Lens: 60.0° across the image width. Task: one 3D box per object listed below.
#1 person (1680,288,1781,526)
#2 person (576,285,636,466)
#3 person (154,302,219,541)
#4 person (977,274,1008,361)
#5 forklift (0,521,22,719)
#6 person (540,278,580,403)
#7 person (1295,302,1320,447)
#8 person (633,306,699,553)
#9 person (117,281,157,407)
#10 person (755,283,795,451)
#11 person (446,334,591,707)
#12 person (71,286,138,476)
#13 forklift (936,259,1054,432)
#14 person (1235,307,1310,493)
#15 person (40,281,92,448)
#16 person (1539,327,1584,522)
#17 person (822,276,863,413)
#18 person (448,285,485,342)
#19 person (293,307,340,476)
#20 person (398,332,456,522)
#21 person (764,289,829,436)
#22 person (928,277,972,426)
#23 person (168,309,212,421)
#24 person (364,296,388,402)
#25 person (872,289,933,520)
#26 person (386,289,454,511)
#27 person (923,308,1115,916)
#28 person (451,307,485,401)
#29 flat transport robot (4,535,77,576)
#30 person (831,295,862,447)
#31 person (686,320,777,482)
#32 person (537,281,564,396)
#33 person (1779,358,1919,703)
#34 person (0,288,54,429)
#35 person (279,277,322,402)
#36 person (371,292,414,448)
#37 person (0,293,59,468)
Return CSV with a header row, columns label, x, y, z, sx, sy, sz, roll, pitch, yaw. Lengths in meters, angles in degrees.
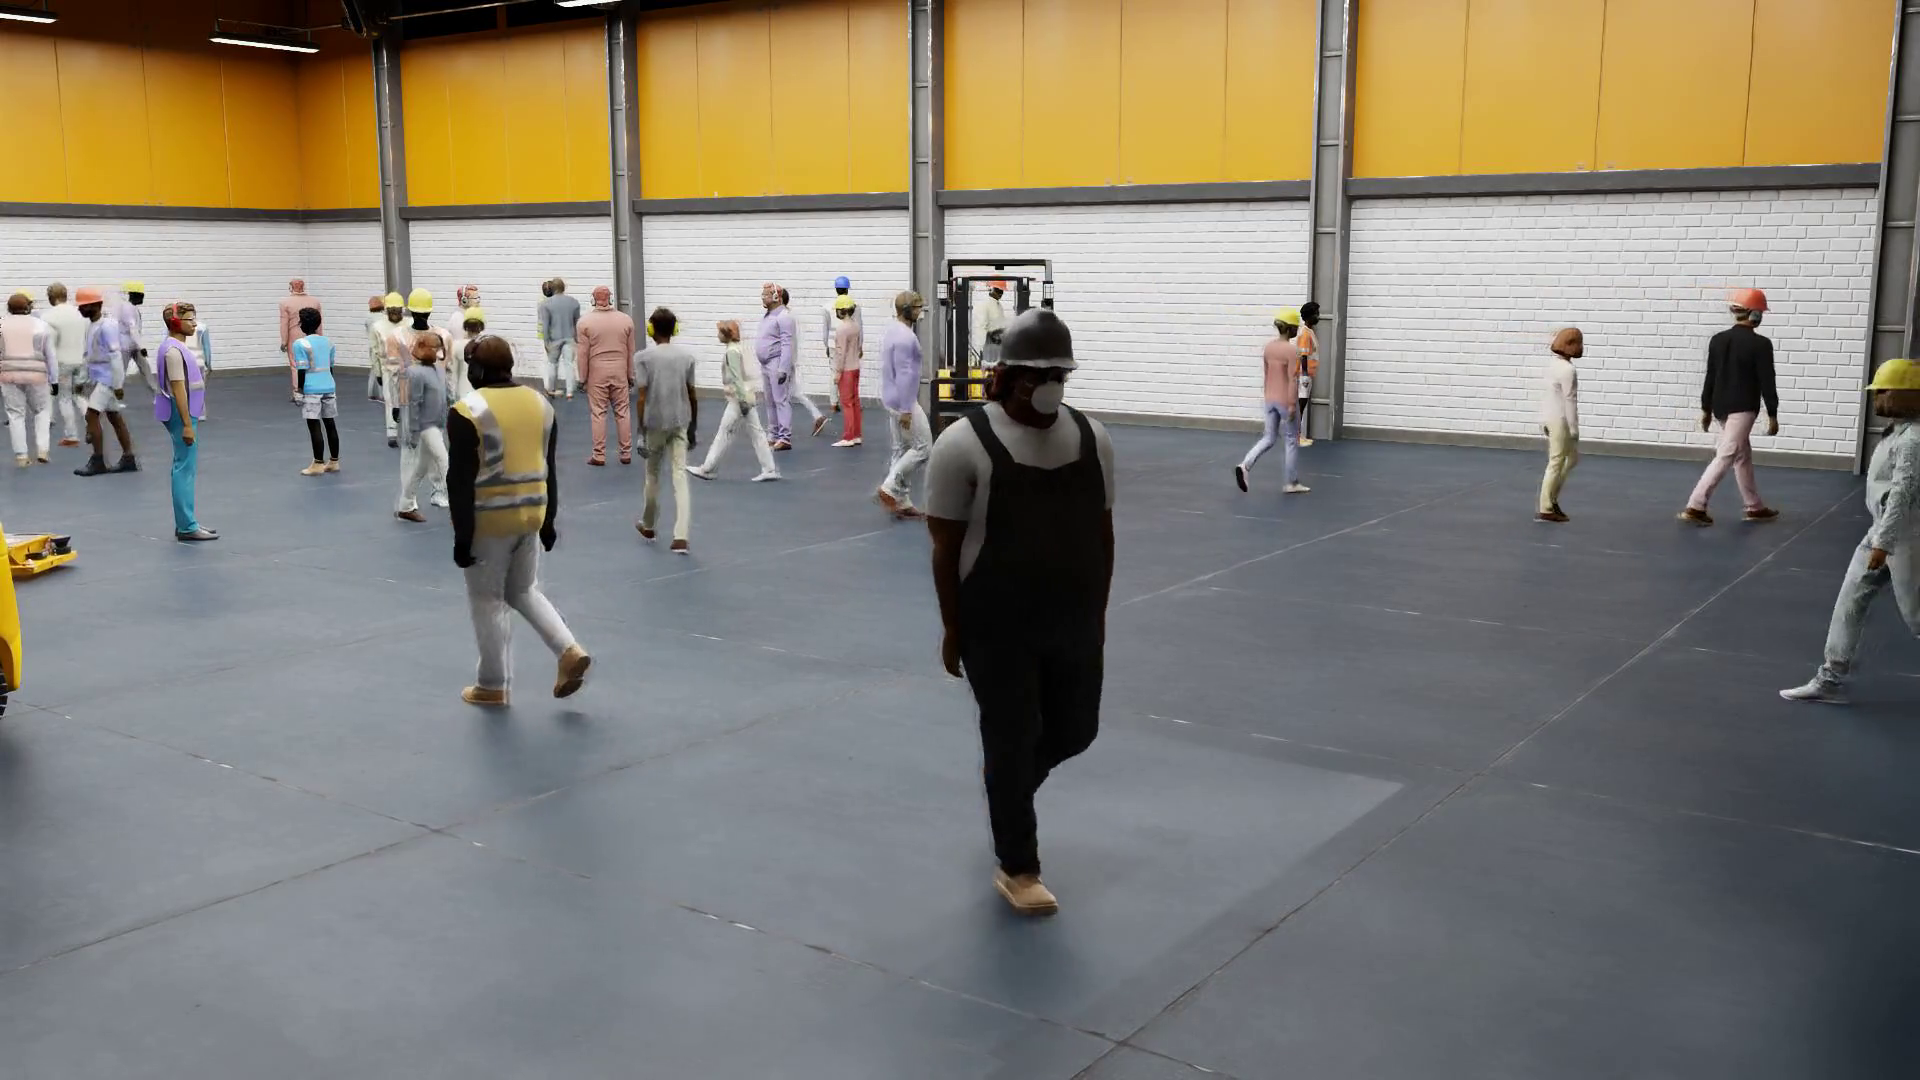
label,x,y,z,sx,sy,sz,roll,pitch,yaw
person,6.349,-1.075,13.573,1.038,1.945,0.641,-3,10,-16
person,-3.751,-1.734,17.610,0.639,1.902,0.407,-5,11,-29
person,-6.032,-0.916,12.897,0.390,1.846,0.565,-5,11,-26
person,0.443,-2.502,21.929,0.394,1.985,0.609,4,10,24
forklift,-5.296,-0.090,6.943,1.214,2.155,2.313,7,12,35
person,-6.155,-3.073,25.597,0.652,1.884,1.001,-5,11,-27
person,4.023,-1.929,19.403,0.322,1.691,0.532,3,10,15
person,-2.217,-0.838,12.525,0.541,1.814,0.993,-5,11,-27
person,-12.222,-2.890,24.594,1.000,1.864,0.592,-2,10,-12
person,-2.139,-1.977,19.036,0.409,1.909,0.639,-5,11,-29
person,-2.148,-0.073,7.966,0.619,1.824,0.628,6,11,31
person,-8.745,-1.600,16.786,0.760,1.902,0.544,-7,12,-35
forklift,0.370,-1.738,16.759,1.214,2.155,2.313,1,10,3
person,2.920,-1.278,15.349,0.735,1.743,0.528,-5,11,-29
person,-10.299,-2.013,19.192,0.459,1.923,0.651,3,10,20
person,4.987,-0.943,13.712,0.403,1.617,0.538,1,10,5
person,-1.655,-2.763,23.588,0.605,1.950,0.380,3,10,18
person,-5.187,-1.751,17.689,0.409,1.907,0.651,-1,10,-5
person,-6.502,-1.494,16.783,0.322,1.697,0.534,3,10,20
person,-4.288,-0.908,13.618,0.859,1.586,0.501,1,10,5
person,-2.068,-2.169,20.401,0.855,1.841,0.521,2,10,14
person,-0.076,-2.113,19.645,1.096,1.984,0.623,4,10,23
person,-10.233,-2.332,22.096,0.533,1.598,0.850,-3,10,-19
person,-8.890,-2.905,25.408,0.549,1.625,0.323,6,11,32
person,-0.437,-1.105,13.781,0.435,1.926,0.655,-1,10,-8
person,-4.671,-1.220,14.489,0.584,1.919,0.382,-7,12,-37
person,0.208,0.202,5.663,0.684,2.000,0.727,-4,10,-24
person,-4.646,-1.378,16.023,0.548,1.710,0.925,-3,10,-15
flat transport robot,-6.995,0.106,11.490,1.431,0.197,0.652,-1,10,-4
person,-1.333,-1.965,19.380,0.322,1.766,0.541,3,10,18
person,-2.214,-1.345,16.208,0.898,1.576,0.530,0,10,2
person,-6.578,-3.245,26.779,0.430,1.845,0.619,-1,10,-6
person,4.506,-0.011,7.929,0.863,1.708,0.497,2,10,14
person,-12.050,-2.319,21.375,0.804,1.799,0.612,2,10,14
person,-10.098,-3.054,25.455,0.403,1.906,0.652,9,13,43
person,-6.516,-1.970,19.335,0.602,1.786,0.901,-3,10,-16
person,-9.837,-1.674,17.483,0.664,1.822,0.474,-4,10,-23
